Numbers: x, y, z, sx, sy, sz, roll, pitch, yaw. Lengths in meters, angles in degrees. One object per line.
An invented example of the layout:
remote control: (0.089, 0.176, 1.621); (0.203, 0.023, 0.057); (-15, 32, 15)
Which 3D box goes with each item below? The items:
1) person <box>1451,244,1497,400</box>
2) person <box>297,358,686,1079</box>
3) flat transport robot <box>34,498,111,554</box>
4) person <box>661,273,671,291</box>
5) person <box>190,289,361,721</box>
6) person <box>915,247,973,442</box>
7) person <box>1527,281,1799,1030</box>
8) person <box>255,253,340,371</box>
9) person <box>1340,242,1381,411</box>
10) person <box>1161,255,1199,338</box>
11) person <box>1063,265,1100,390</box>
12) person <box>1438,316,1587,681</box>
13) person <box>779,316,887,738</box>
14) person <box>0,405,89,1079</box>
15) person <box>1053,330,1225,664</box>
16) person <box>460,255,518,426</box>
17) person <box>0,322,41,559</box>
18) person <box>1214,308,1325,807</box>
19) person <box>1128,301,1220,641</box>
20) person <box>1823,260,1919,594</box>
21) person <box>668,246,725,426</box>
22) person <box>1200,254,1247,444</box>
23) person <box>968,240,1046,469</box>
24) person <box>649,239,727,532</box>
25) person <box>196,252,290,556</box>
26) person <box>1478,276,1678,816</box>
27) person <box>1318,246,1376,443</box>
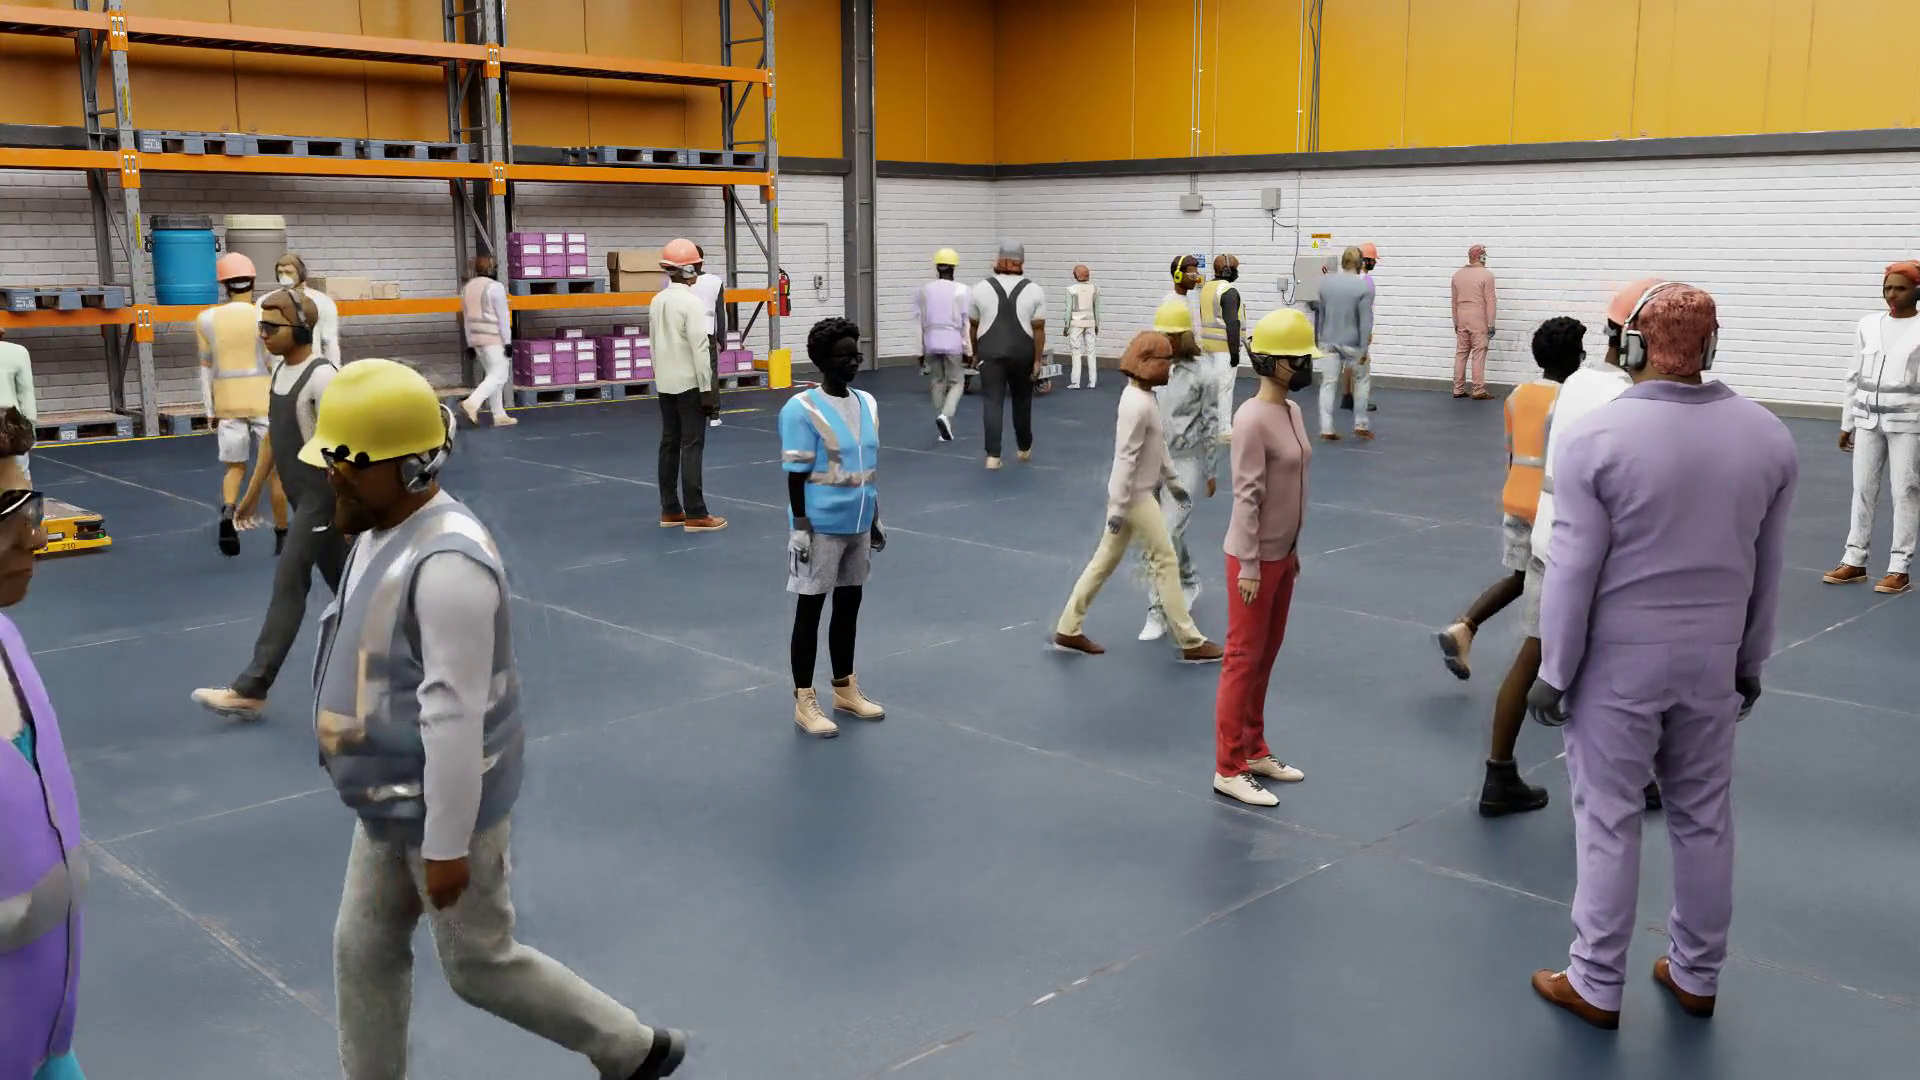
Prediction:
person: (6.380, -2.694, 20.589); (0.408, 1.913, 0.641); (-7, 12, -33)
person: (-1.032, 0.500, 3.520); (0.800, 1.795, 0.609); (-6, 12, -30)
flat transport robot: (-6.170, -0.100, 10.916); (0.652, 0.197, 1.431); (-10, 15, -44)
person: (-3.234, -2.398, 18.982); (0.658, 1.907, 0.830); (7, 13, 35)
person: (-2.836, -0.157, 7.067); (0.945, 1.791, 0.513); (-8, 13, -37)
person: (-0.162, -1.877, 16.149); (0.587, 1.910, 0.573); (3, 11, 17)
person: (1.761, 0.300, 4.274); (0.646, 1.907, 0.401); (-2, 11, -9)
person: (-5.201, -1.302, 13.066); (0.644, 1.910, 0.884); (0, 10, 1)
person: (4.649, -2.464, 19.260); (0.379, 1.937, 0.548); (-2, 11, -11)
person: (1.801, -1.400, 13.669); (0.310, 1.865, 0.538); (5, 11, 25)
person: (1.602, -2.794, 21.883); (0.522, 1.636, 0.311); (-4, 11, -22)
person: (2.480, -0.135, 7.260); (0.638, 1.681, 0.535); (-3, 11, -16)
person: (-0.509, -0.060, 6.805); (0.320, 1.698, 0.531); (8, 13, 38)
person: (-1.353, 0.724, 2.162); (0.491, 1.832, 0.565); (-2, 11, -11)
person: (0.854, -0.200, 7.879); (0.862, 1.579, 0.500); (1, 10, 3)
person: (-5.021, -2.082, 17.529); (0.636, 1.821, 0.682); (9, 13, 39)
person: (-5.977, -0.663, 10.271); (0.501, 1.631, 0.287); (-9, 14, -42)
person: (1.124, 0.058, 5.981); (0.326, 1.767, 0.533); (6, 12, 28)
person: (1.113, -0.386, 8.628); (0.477, 1.700, 0.904); (7, 12, 32)
person: (5.294, -0.643, 9.476); (0.355, 1.885, 0.575); (-6, 12, -31)
person: (-2.779, -2.152, 17.630); (0.588, 1.914, 0.392); (-2, 11, -13)
person: (2.573, -1.860, 16.233); (0.429, 1.844, 0.625); (-3, 11, -18)
person: (0.419, -1.668, 14.639); (0.682, 2.000, 1.023); (1, 10, 4)
person: (-1.891, -1.055, 11.418); (0.374, 1.997, 0.613); (-10, 14, -42)
person: (-4.443, -0.818, 10.332); (0.569, 1.921, 0.663); (-1, 10, -6)
person: (2.215, 0.044, 5.724); (0.856, 1.874, 0.653); (-2, 11, -9)
person: (3.809, -1.905, 16.299); (0.654, 1.911, 0.793); (9, 14, 41)
